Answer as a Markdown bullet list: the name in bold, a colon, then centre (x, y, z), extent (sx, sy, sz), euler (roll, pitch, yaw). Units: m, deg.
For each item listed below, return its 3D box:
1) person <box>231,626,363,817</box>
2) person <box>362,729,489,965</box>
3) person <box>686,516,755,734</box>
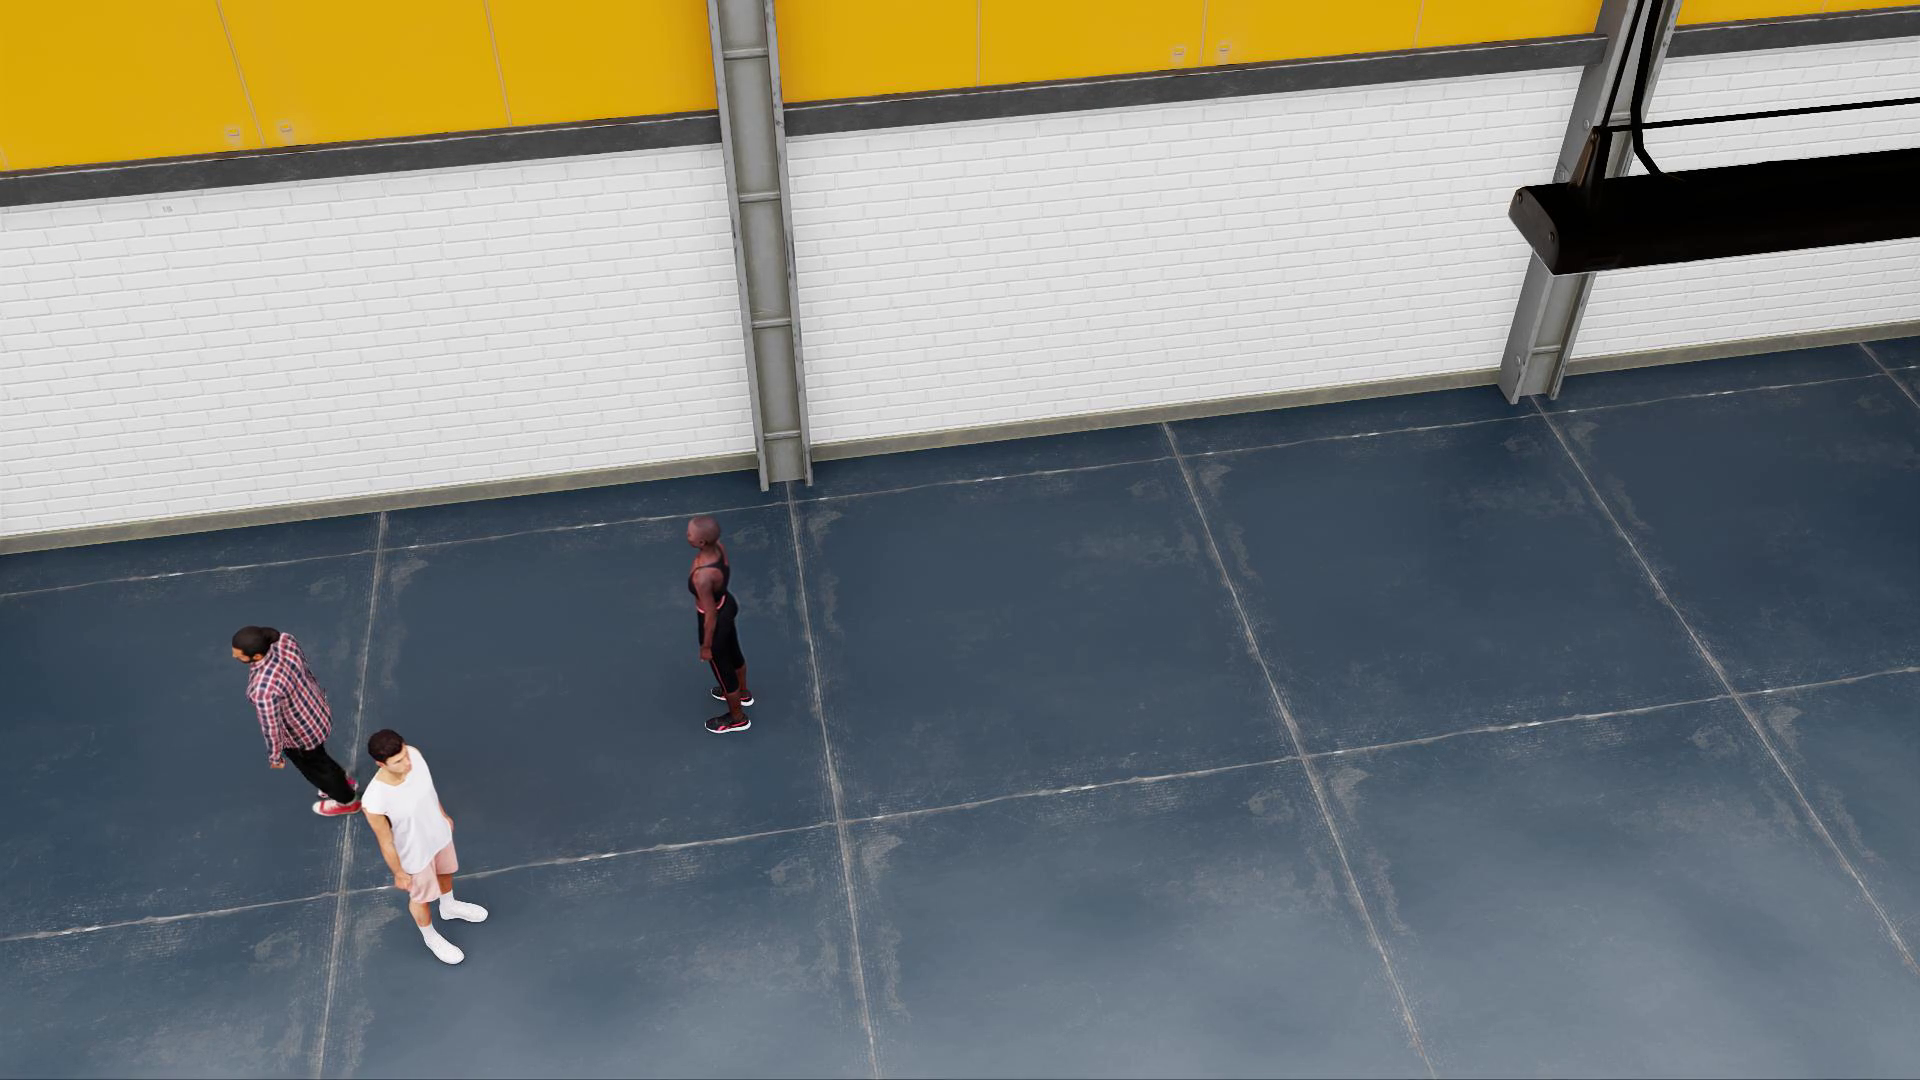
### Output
- **person**: centre (-3.807, 1.073, 9.769), extent (0.650, 1.743, 0.747), euler (0, 44, 0)
- **person**: centre (-2.984, 1.639, 9.143), extent (0.723, 1.787, 0.729), euler (12, 45, 13)
- **person**: centre (-1.498, 0.513, 10.346), extent (0.611, 1.758, 0.644), euler (3, 44, 4)
